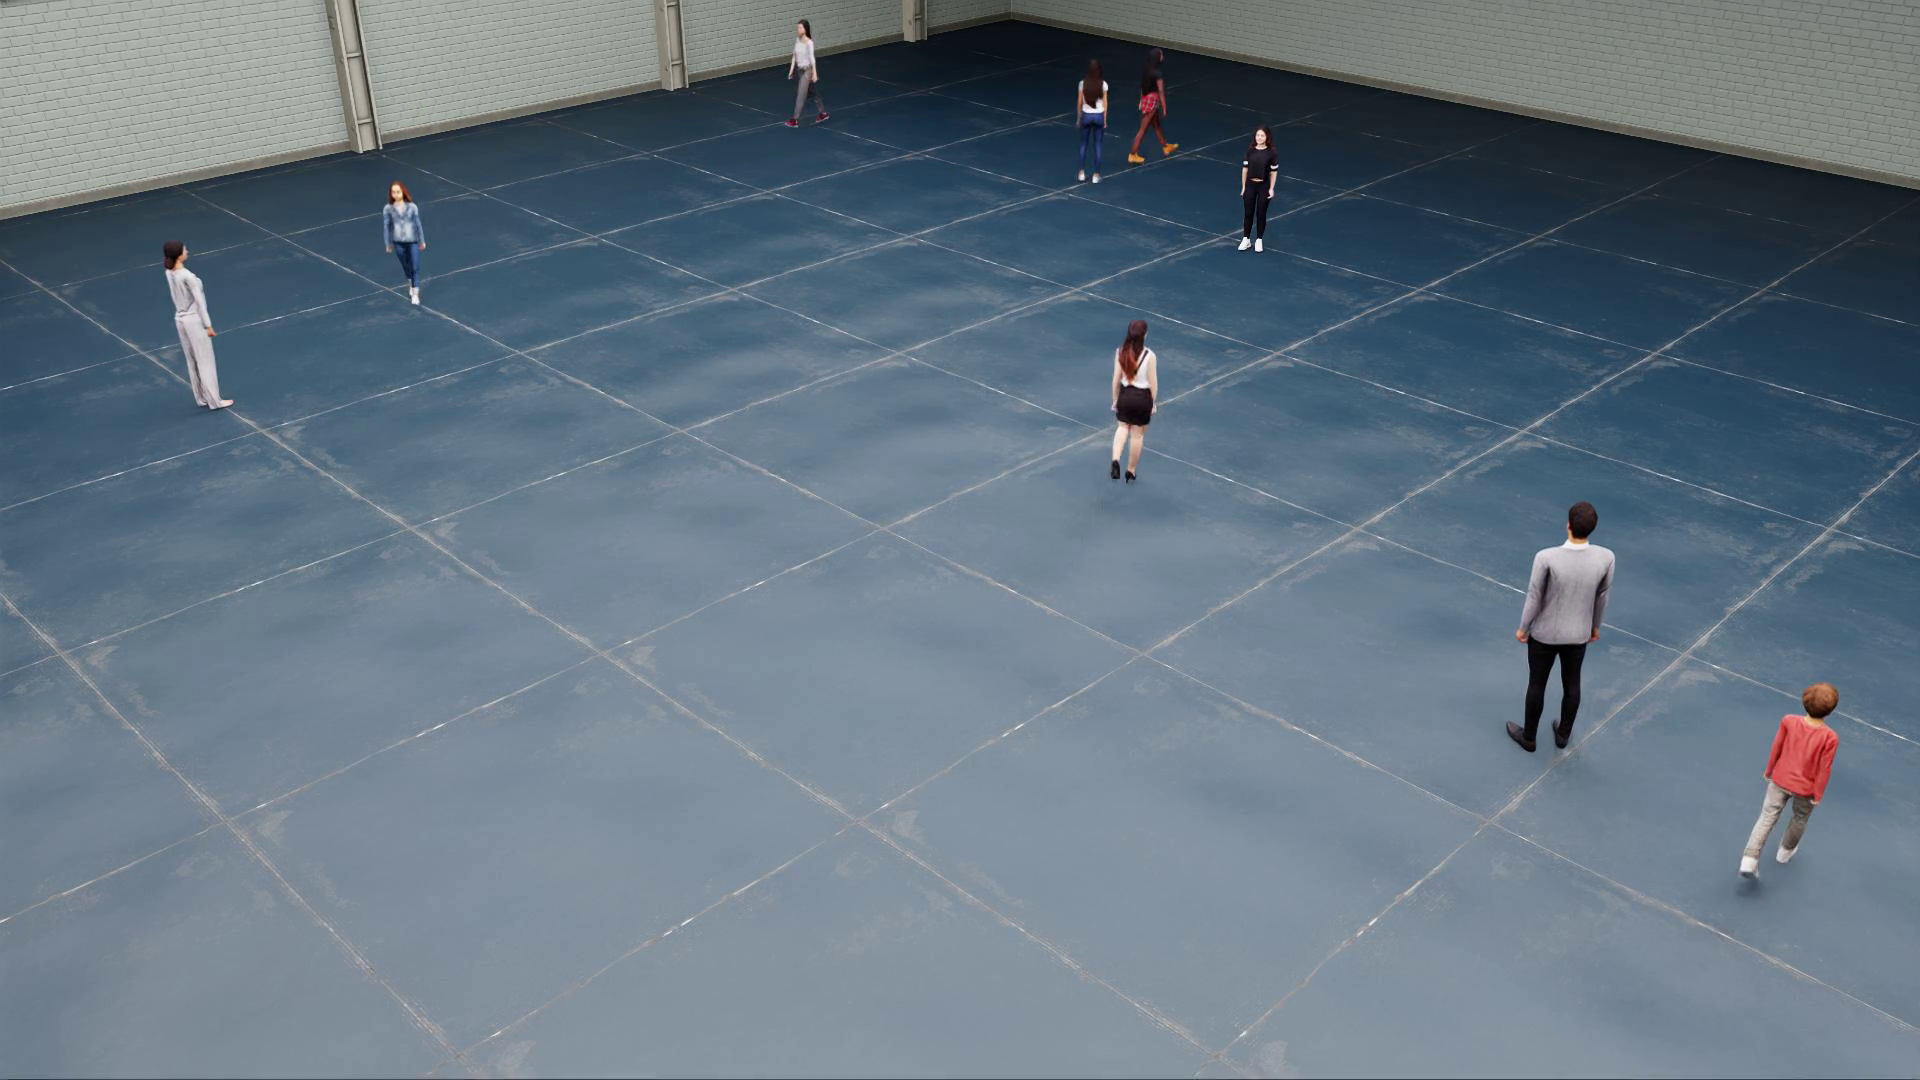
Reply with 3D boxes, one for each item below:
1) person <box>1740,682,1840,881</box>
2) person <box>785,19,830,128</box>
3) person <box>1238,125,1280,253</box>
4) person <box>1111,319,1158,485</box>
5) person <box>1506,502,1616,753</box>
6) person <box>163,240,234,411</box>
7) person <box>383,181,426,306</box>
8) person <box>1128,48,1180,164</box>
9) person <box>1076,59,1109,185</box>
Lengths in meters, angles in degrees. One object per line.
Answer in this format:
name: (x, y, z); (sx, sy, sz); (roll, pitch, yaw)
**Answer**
person: (5.172, 1.524, 10.353); (0.517, 1.397, 0.895); (24, 36, 38)
person: (-2.451, -7.641, 27.255); (1.158, 1.687, 0.715); (-20, 34, -32)
person: (3.859, -4.555, 21.512); (0.694, 1.638, 0.708); (10, 30, 19)
person: (1.571, -1.222, 15.254); (0.698, 1.637, 0.828); (12, 30, 21)
person: (4.166, 0.611, 11.508); (0.828, 1.923, 0.894); (0, 28, -1)
person: (-7.814, -2.189, 16.926); (0.632, 1.773, 0.597); (17, 32, 29)
person: (-6.613, -3.565, 19.862); (1.037, 1.442, 1.001); (-5, 28, -10)
person: (2.815, -6.525, 25.174); (1.259, 1.674, 0.910); (-12, 30, -21)
person: (1.919, -6.103, 24.284); (0.695, 1.766, 0.739); (2, 28, 4)
